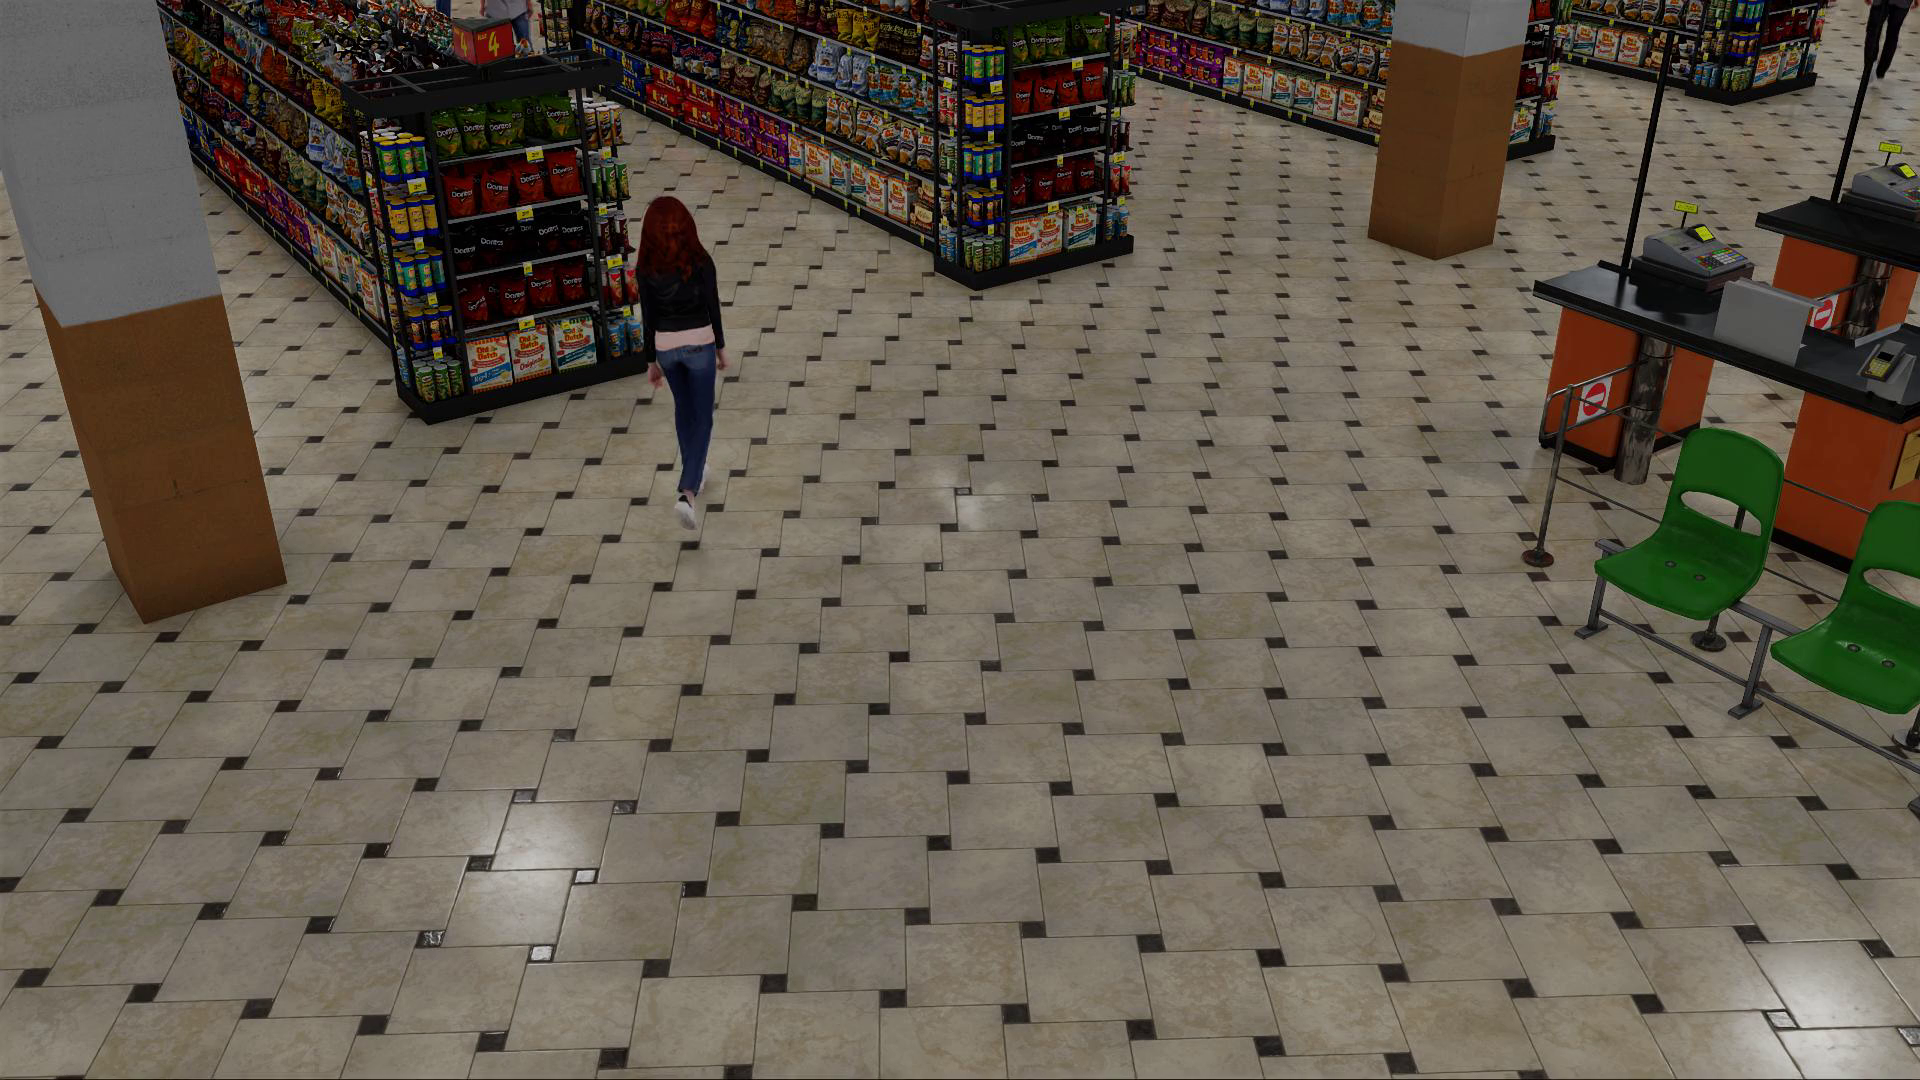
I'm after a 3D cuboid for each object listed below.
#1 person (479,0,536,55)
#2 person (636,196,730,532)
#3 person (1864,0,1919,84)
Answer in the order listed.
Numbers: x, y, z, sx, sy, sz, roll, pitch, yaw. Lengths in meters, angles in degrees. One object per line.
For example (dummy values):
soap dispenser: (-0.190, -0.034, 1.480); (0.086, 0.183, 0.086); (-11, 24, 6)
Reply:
person: (-4.618, -5.464, 16.995); (0.696, 1.868, 0.682); (-18, 33, -29)
person: (-1.451, -0.899, 8.748); (1.064, 1.759, 1.187); (2, 29, 4)
person: (9.835, -5.720, 17.507); (1.105, 1.828, 1.072); (12, 31, 21)
